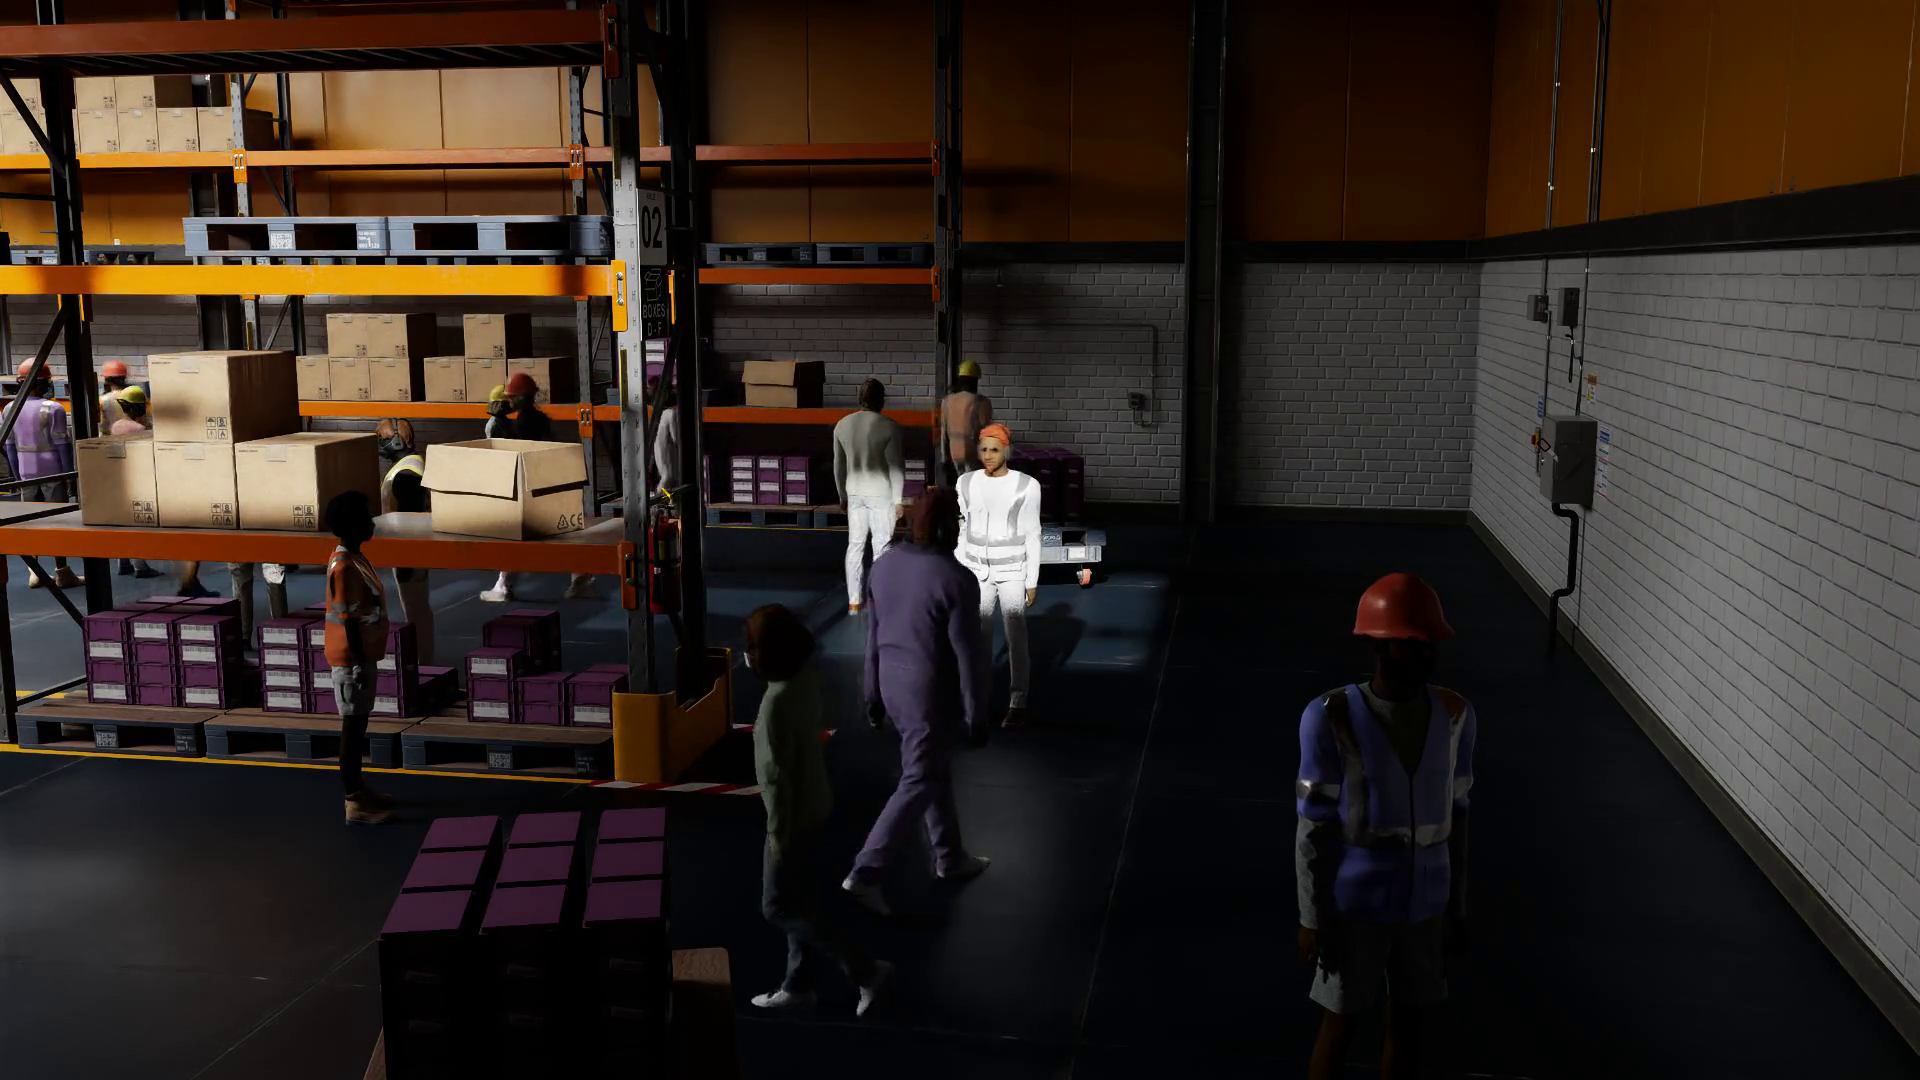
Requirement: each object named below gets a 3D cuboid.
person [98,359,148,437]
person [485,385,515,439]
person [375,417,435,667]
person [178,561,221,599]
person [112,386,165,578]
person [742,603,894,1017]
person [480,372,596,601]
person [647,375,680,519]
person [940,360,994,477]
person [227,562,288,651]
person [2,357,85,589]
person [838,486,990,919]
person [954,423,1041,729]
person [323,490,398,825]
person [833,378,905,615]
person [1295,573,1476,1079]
[{"bbox_3d":[-8.529,-0.889,17.020,0.722,1.919,0.548,7,11,35],"label":"person"},{"bbox_3d":[-4.266,-0.580,15.601,0.287,1.746,0.487,0,9,3],"label":"person"},{"bbox_3d":[-3.717,0.093,11.151,0.429,1.836,0.620,-3,10,-21],"label":"person"},{"bbox_3d":[-6.249,-0.351,13.707,0.584,1.893,0.621,4,10,22],"label":"person"},{"bbox_3d":[-7.568,-0.533,15.285,0.521,1.759,0.348,6,11,34],"label":"person"},{"bbox_3d":[-0.530,1.020,6.091,0.533,1.619,0.532,2,9,12],"label":"person"},{"bbox_3d":[-3.600,-0.442,14.074,0.925,1.965,0.623,2,9,14],"label":"person"},{"bbox_3d":[-2.826,-0.595,15.387,0.896,1.835,0.563,-4,10,-22],"label":"person"},{"bbox_3d":[0.110,-0.855,16.792,0.595,1.911,0.446,7,11,37],"label":"person"},{"bbox_3d":[-5.250,-0.097,12.328,0.590,1.833,0.404,-7,12,-38],"label":"person"},{"bbox_3d":[-8.075,-0.581,14.668,0.607,2.048,0.367,2,9,9],"label":"person"},{"bbox_3d":[-0.194,0.697,7.323,0.949,1.870,0.657,-8,12,-41],"label":"person"},{"bbox_3d":[0.227,0.218,10.241,0.576,1.880,0.351,4,10,24],"label":"person"},{"bbox_3d":[-3.062,0.593,8.462,0.317,1.700,0.535,-3,10,-18],"label":"person"},{"bbox_3d":[-0.729,-0.341,13.517,0.630,1.938,0.369,5,10,27],"label":"person"},{"bbox_3d":[1.250,1.050,4.871,0.552,1.942,0.342,-2,9,-12],"label":"person"}]
